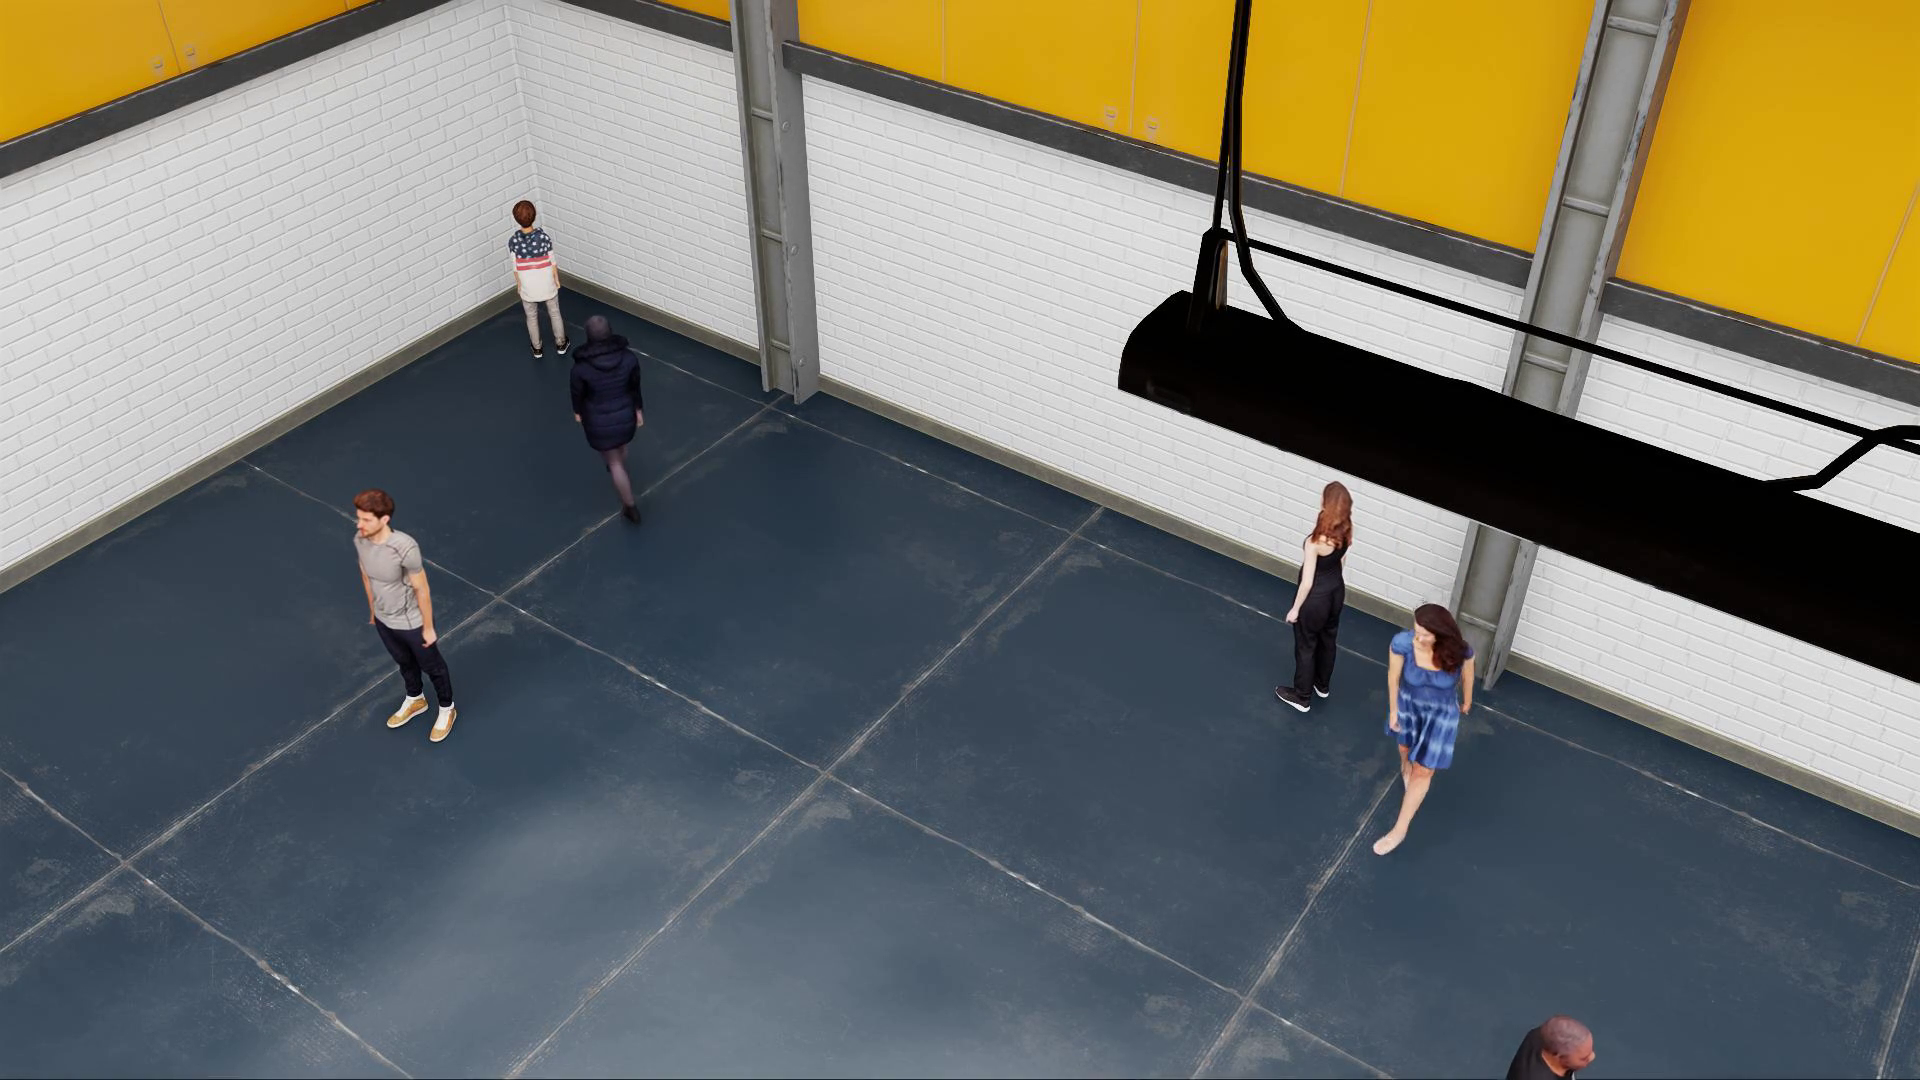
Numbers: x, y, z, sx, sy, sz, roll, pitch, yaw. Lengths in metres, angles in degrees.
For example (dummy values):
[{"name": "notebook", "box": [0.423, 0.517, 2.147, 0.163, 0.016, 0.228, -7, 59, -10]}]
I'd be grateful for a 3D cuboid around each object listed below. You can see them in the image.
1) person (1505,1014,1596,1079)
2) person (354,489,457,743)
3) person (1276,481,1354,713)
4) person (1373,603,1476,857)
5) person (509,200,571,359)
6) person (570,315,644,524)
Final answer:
[{"name": "person", "box": [2.488, 2.717, 7.638, 0.750, 1.790, 0.740, 15, 41, 18]}, {"name": "person", "box": [-3.481, 0.449, 10.392, 0.553, 1.896, 0.735, 16, 41, 19]}, {"name": "person", "box": [2.305, 0.362, 10.622, 0.644, 1.746, 0.600, -26, 46, -29]}, {"name": "person", "box": [2.758, 1.015, 9.805, 1.029, 1.744, 0.842, 11, 40, 14]}, {"name": "person", "box": [-3.589, -2.219, 14.100, 0.593, 1.439, 0.643, -9, 39, -11]}, {"name": "person", "box": [-2.558, -0.862, 12.241, 0.923, 1.637, 1.155, -21, 43, -25]}]
